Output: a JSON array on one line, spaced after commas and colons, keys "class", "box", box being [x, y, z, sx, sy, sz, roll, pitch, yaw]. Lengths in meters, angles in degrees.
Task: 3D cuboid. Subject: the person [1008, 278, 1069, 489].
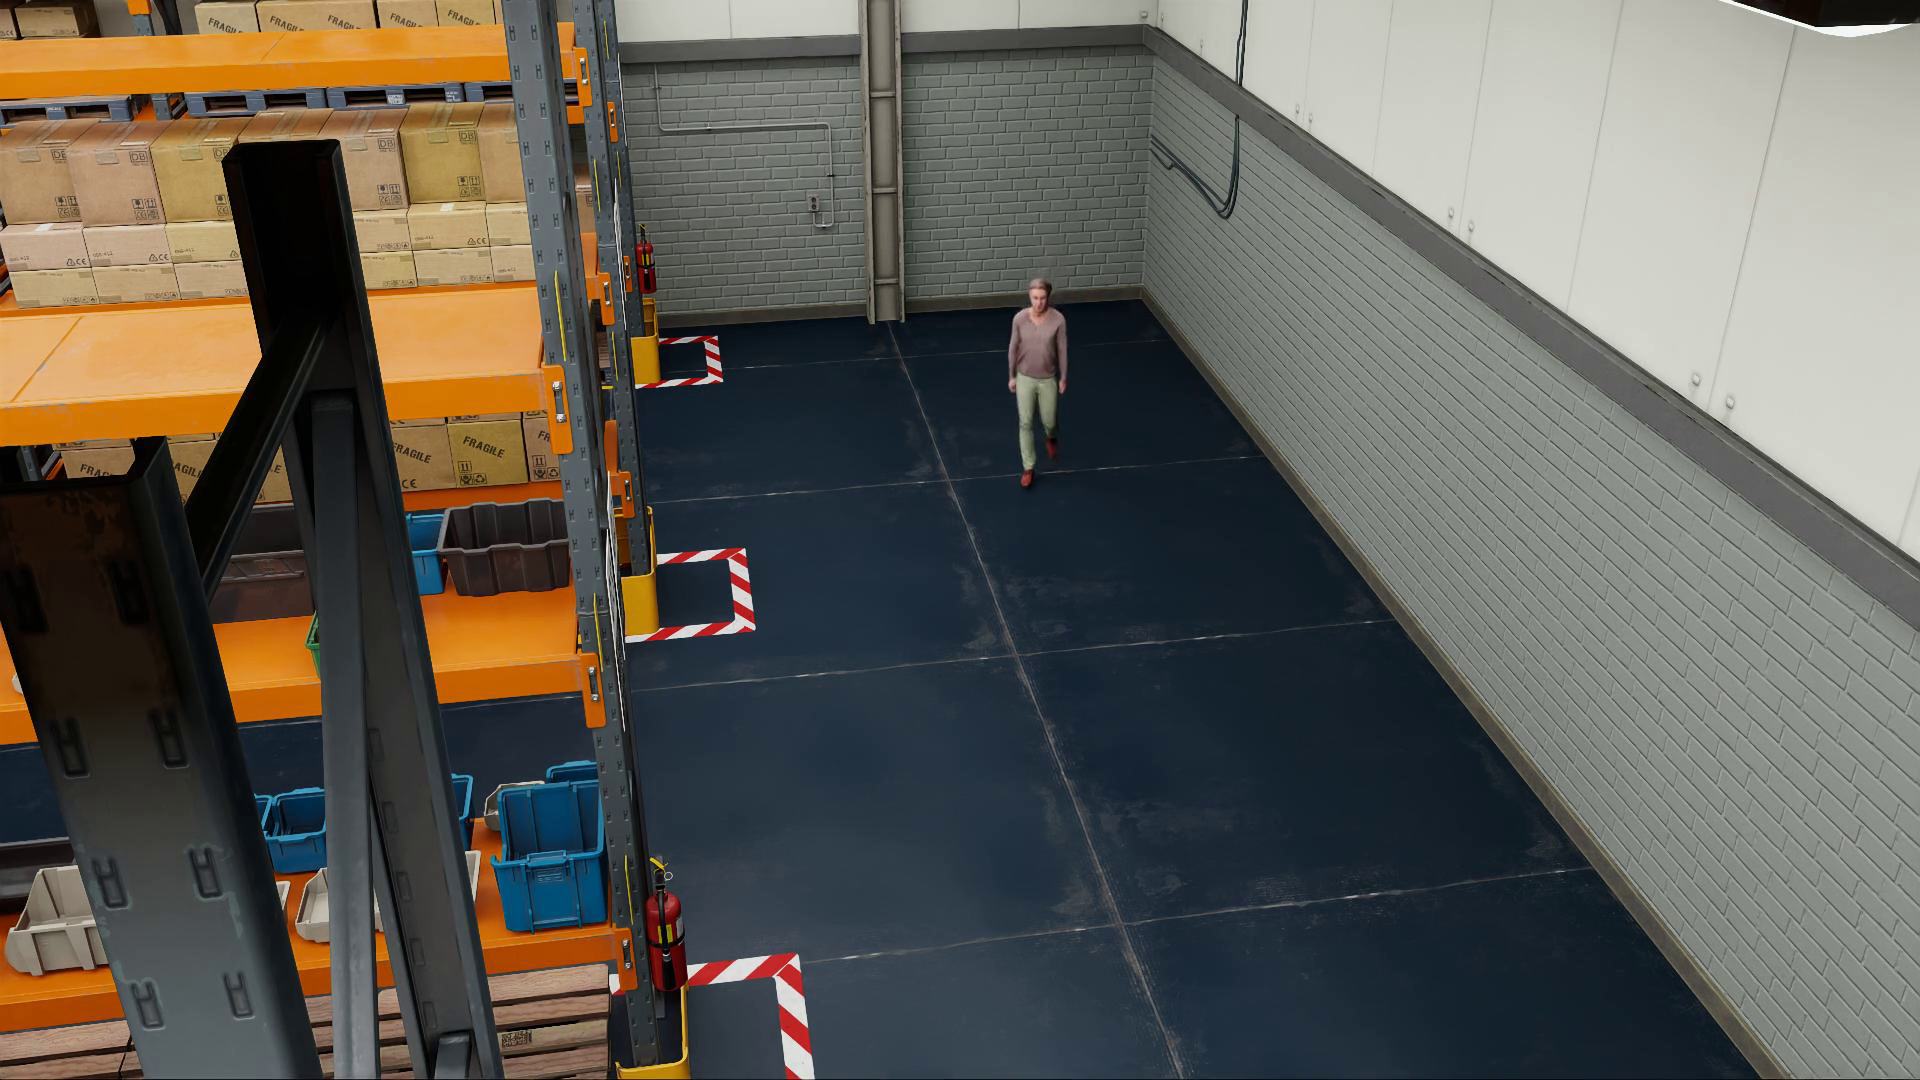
[{"class": "person", "box": [0.681, -1.434, 14.612, 0.993, 1.857, 0.929, 4, 28, 8]}]
